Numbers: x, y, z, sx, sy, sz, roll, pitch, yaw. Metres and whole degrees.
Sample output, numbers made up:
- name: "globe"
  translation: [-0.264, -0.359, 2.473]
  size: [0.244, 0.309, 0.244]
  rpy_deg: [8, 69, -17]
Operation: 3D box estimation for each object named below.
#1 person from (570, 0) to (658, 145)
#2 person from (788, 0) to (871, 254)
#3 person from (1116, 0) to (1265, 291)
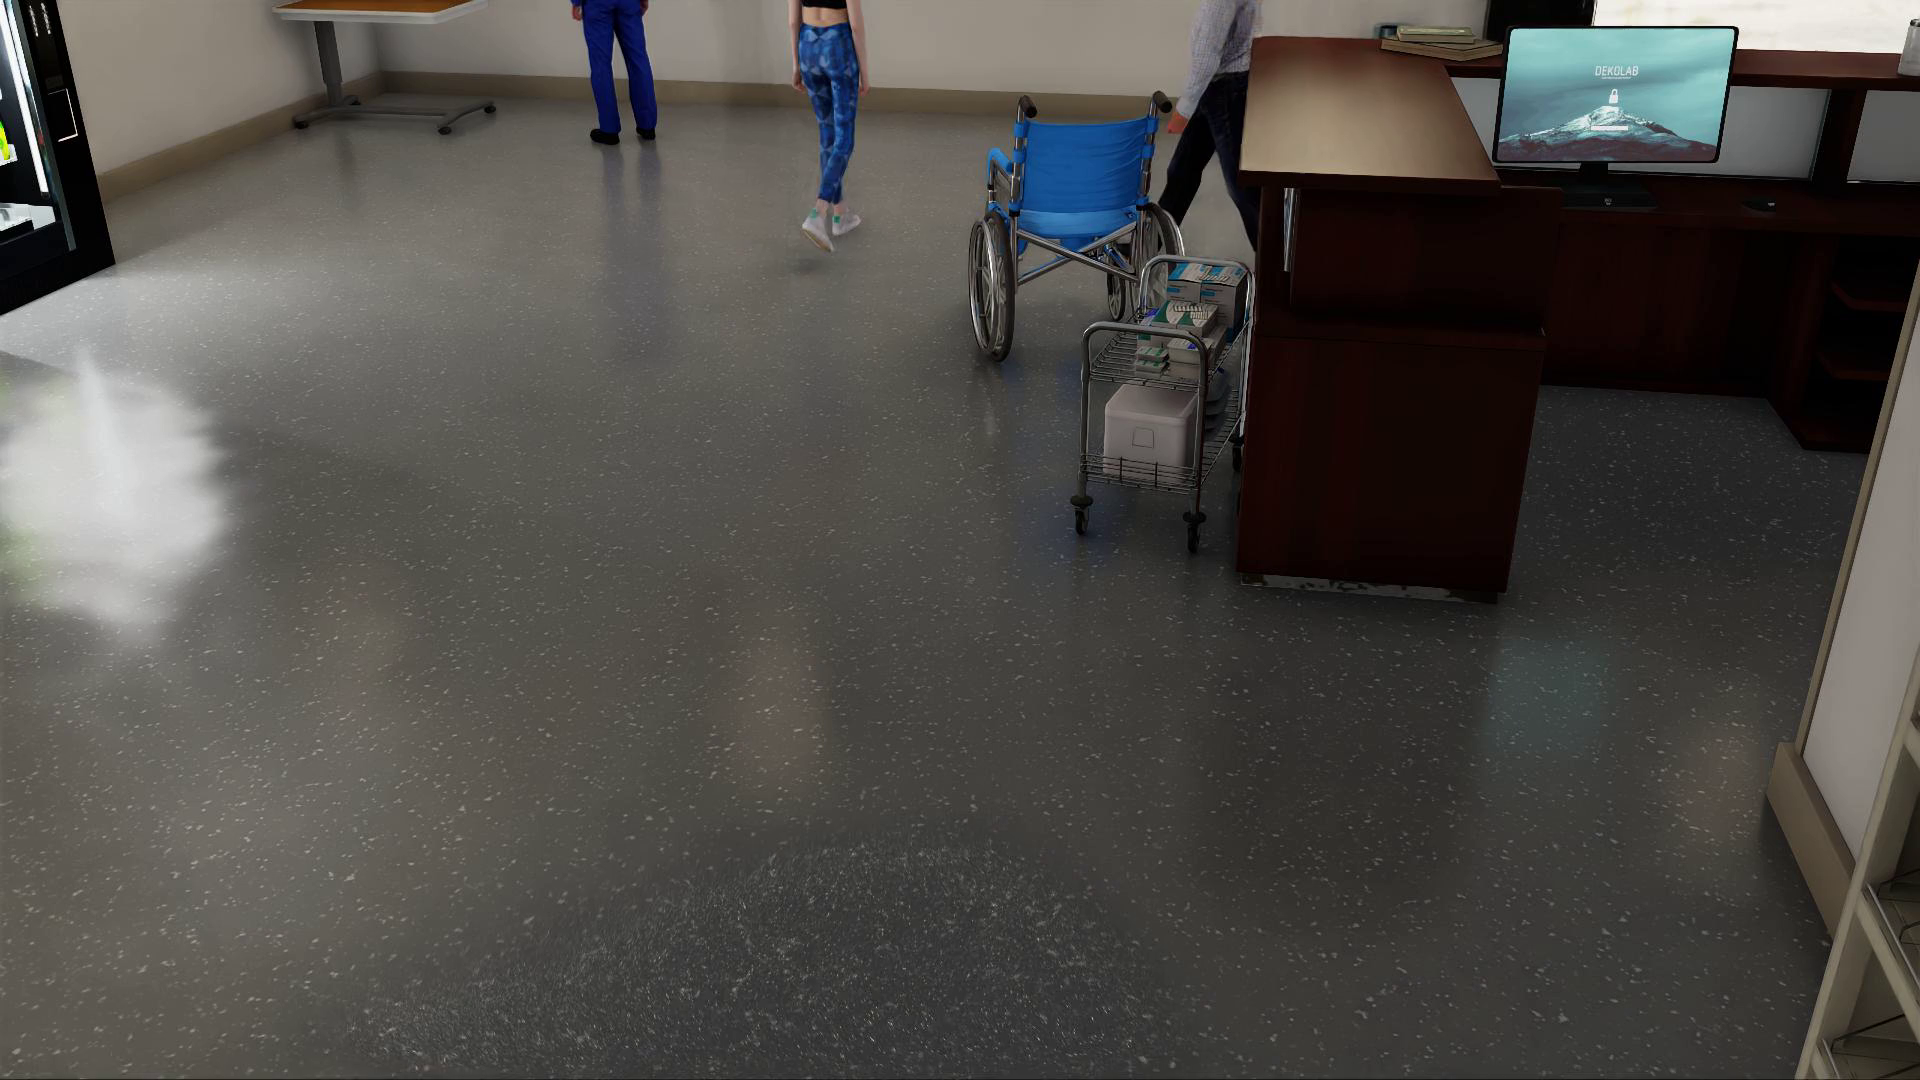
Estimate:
- name: "person"
  translation: [-2.259, -3.511, 10.756]
  size: [0.780, 1.825, 0.834]
  rpy_deg: [-16, 30, -30]
- name: "person"
  translation: [-0.684, -2.342, 8.396]
  size: [0.728, 1.769, 1.085]
  rpy_deg: [11, 28, 21]
- name: "person"
  translation: [1.302, -1.988, 7.667]
  size: [0.733, 1.766, 1.101]
  rpy_deg: [5, 26, 11]
